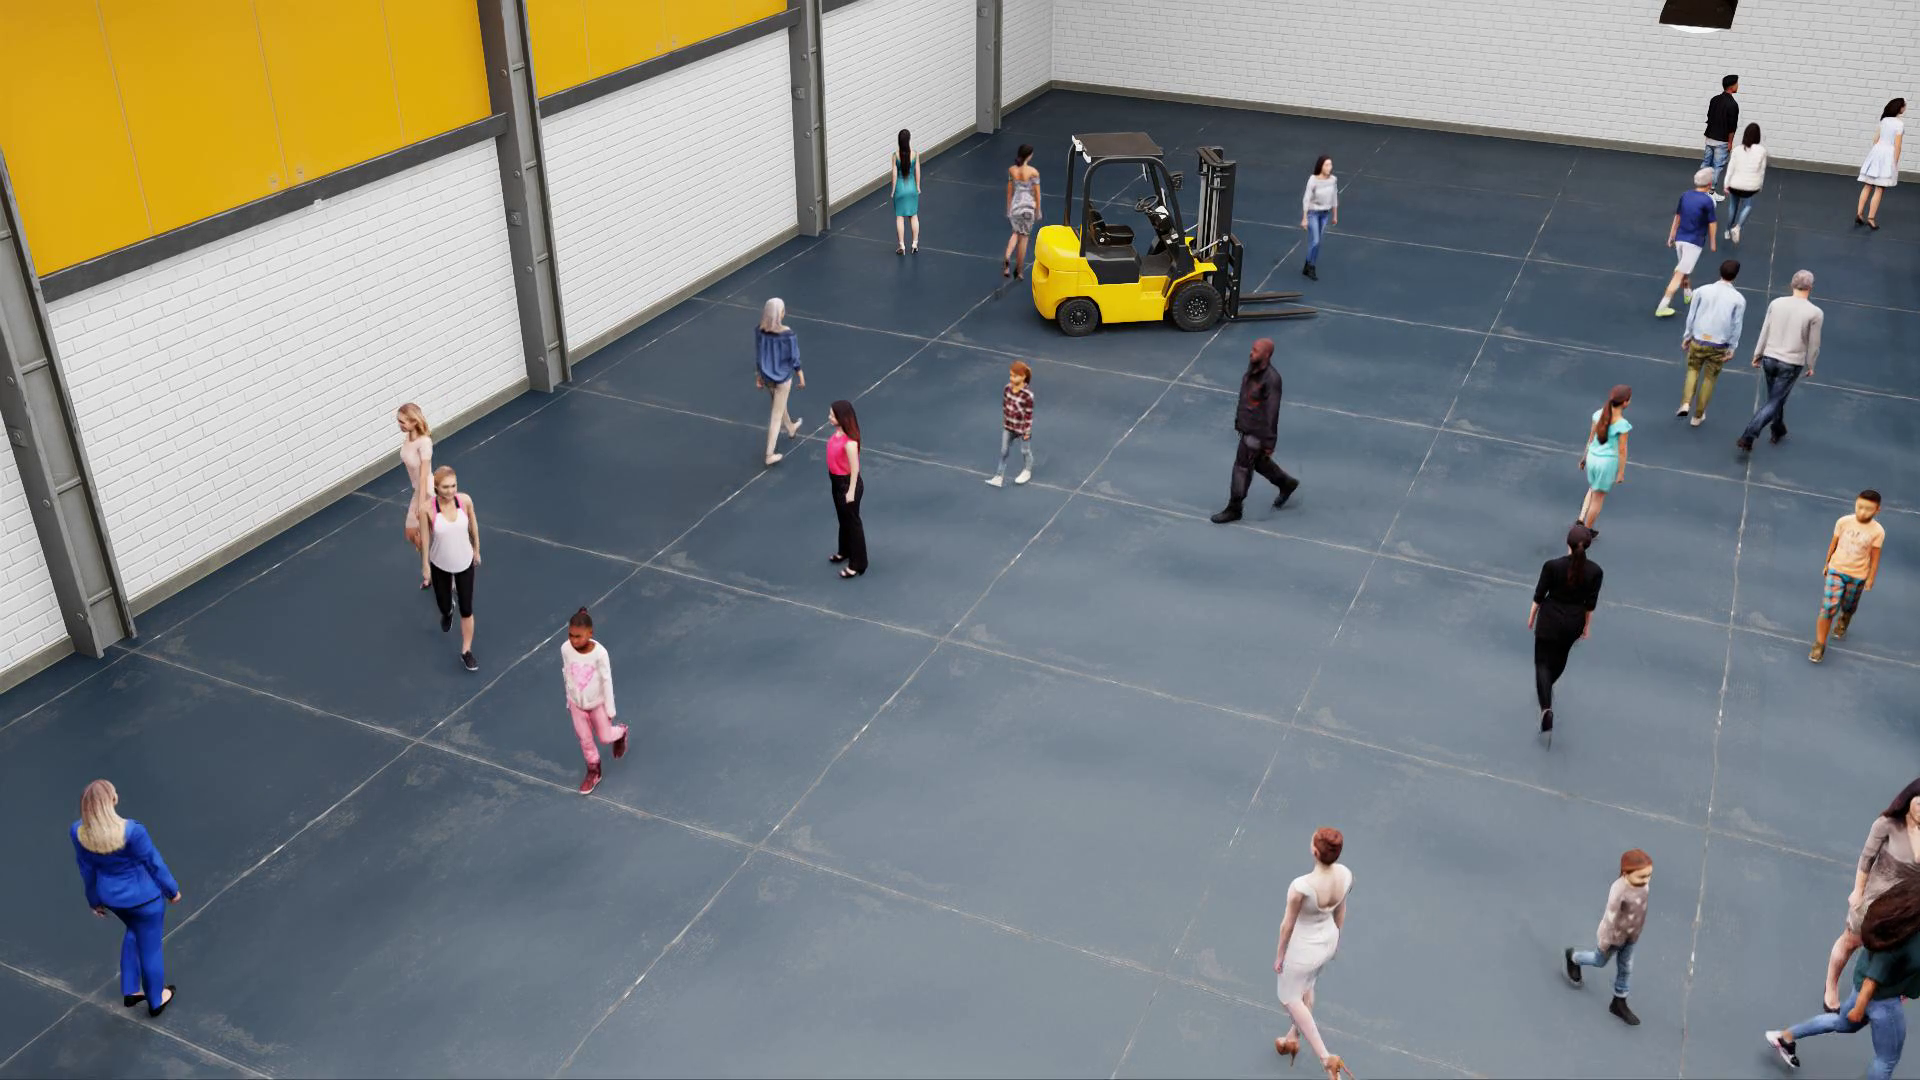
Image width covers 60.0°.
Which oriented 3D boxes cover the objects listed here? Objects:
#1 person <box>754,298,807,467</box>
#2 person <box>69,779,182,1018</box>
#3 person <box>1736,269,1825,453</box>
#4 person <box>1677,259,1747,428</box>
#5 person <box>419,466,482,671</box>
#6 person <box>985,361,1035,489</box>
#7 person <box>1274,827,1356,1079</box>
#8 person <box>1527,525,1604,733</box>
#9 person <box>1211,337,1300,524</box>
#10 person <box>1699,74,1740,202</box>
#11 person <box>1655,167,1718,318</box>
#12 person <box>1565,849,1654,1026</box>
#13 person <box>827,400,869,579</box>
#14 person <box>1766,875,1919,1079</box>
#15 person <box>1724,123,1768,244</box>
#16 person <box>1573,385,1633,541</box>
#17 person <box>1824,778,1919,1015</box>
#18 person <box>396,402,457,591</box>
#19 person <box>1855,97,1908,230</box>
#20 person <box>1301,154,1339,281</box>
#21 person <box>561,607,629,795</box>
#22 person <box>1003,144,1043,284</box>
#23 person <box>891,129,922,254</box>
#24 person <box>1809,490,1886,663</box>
[{"bbox_3d":[-1.857,-1.541,16.538,0.627,1.643,1.115,13,31,23],"label":"person"},{"bbox_3d":[-4.888,2.156,9.713,0.701,1.688,0.712,4,29,7],"label":"person"},{"bbox_3d":[8.205,-1.726,16.656,1.335,1.854,1.130,-18,33,-30],"label":"person"},{"bbox_3d":[7.750,-2.012,17.240,0.755,1.798,0.758,19,34,31],"label":"person"},{"bbox_3d":[-4.081,0.160,13.294,0.991,1.763,1.009,-14,32,-24],"label":"person"},{"bbox_3d":[0.608,-1.138,16.173,0.663,1.285,0.867,21,35,33],"label":"person"},{"bbox_3d":[1.985,2.360,9.248,0.923,1.776,0.956,-12,31,-21],"label":"person"},{"bbox_3d":[4.494,0.688,12.465,0.795,1.630,1.101,4,29,7],"label":"person"},{"bbox_3d":[2.845,-1.035,15.444,1.239,1.802,1.213,-8,30,-14],"label":"person"},{"bbox_3d":[11.106,-5.901,24.352,0.841,1.814,0.773,-9,30,-16],"label":"person"},{"bbox_3d":[8.743,-3.549,20.072,1.219,1.783,1.092,-13,31,-23],"label":"person"},{"bbox_3d":[3.915,2.311,9.963,0.811,1.178,0.834,-13,31,-23],"label":"person"},{"bbox_3d":[-1.000,-0.465,14.547,0.717,1.661,0.655,-9,30,-17],"label":"person"},{"bbox_3d":[5.007,2.479,9.225,0.713,1.588,0.979,18,33,29],"label":"person"},{"bbox_3d":[10.645,-4.821,22.568,0.703,1.626,0.885,16,33,27],"label":"person"},{"bbox_3d":[5.762,-0.674,15.046,0.718,1.549,0.676,-16,33,-27],"label":"person"},{"bbox_3d":[5.449,2.094,9.769,0.661,1.744,0.647,0,29,0],"label":"person"},{"bbox_3d":[-4.443,-0.369,14.212,0.741,1.813,0.690,-22,35,-34],"label":"person"},{"bbox_3d":[12.840,-5.250,23.157,0.919,1.815,0.856,-9,30,-15],"label":"person"},{"bbox_3d":[4.545,-4.174,21.388,0.741,1.621,0.811,-13,31,-23],"label":"person"},{"bbox_3d":[-2.625,1.101,11.916,0.604,1.432,0.836,8,30,15],"label":"person"},{"bbox_3d":[0.748,-4.094,21.047,0.616,1.807,0.730,13,31,22],"label":"person"},{"bbox_3d":[-0.731,-4.652,22.195,0.619,1.686,0.667,-8,30,-15],"label":"person"},{"bbox_3d":[7.208,0.248,13.473,0.632,1.438,0.987,18,33,29],"label":"person"}]
